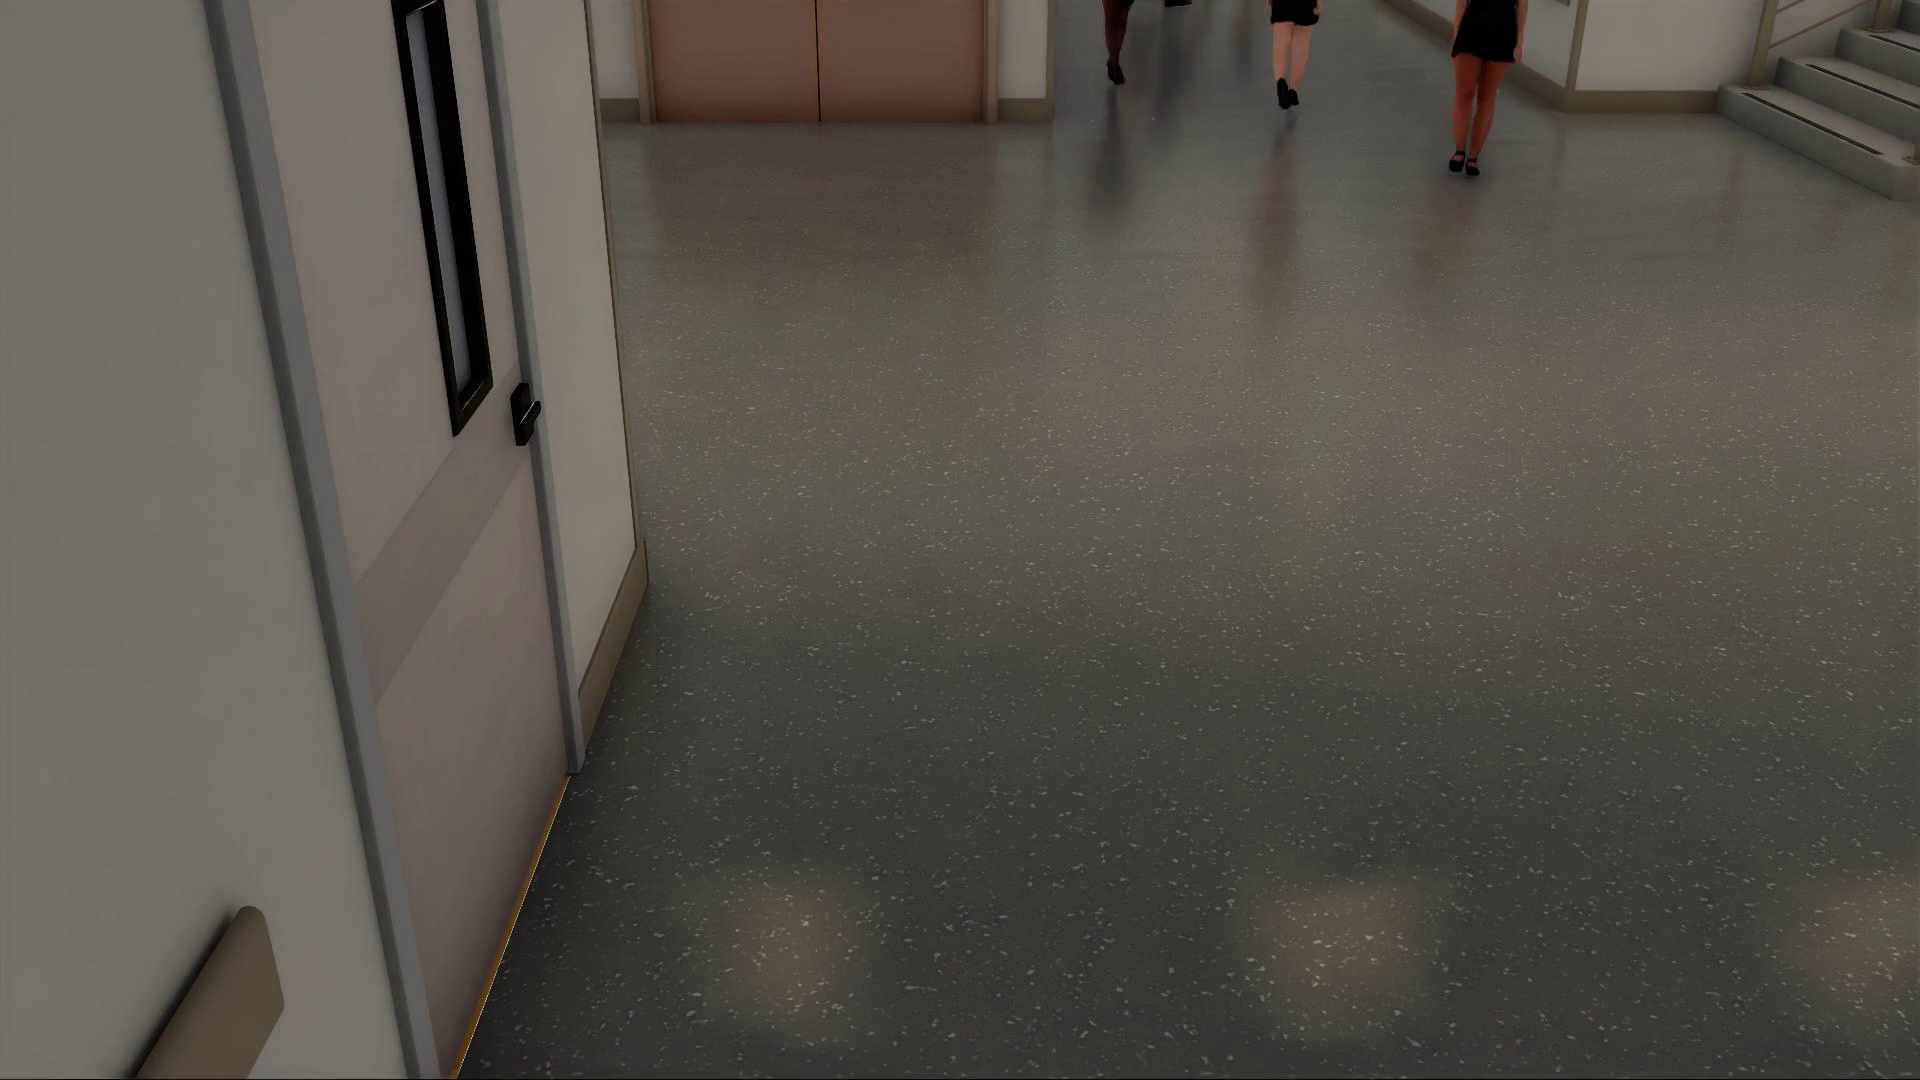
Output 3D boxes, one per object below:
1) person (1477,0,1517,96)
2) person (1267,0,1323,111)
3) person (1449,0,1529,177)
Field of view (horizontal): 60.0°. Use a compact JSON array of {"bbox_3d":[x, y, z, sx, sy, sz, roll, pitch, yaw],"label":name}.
[{"bbox_3d":[4.005,-4.182,12.508,1.091,1.635,0.752,-2,26,-5],"label":"person"},{"bbox_3d":[2.361,-3.801,11.736,1.028,1.619,0.797,6,26,12],"label":"person"},{"bbox_3d":[3.224,-3.090,10.206,0.577,1.668,0.680,4,26,9],"label":"person"}]
